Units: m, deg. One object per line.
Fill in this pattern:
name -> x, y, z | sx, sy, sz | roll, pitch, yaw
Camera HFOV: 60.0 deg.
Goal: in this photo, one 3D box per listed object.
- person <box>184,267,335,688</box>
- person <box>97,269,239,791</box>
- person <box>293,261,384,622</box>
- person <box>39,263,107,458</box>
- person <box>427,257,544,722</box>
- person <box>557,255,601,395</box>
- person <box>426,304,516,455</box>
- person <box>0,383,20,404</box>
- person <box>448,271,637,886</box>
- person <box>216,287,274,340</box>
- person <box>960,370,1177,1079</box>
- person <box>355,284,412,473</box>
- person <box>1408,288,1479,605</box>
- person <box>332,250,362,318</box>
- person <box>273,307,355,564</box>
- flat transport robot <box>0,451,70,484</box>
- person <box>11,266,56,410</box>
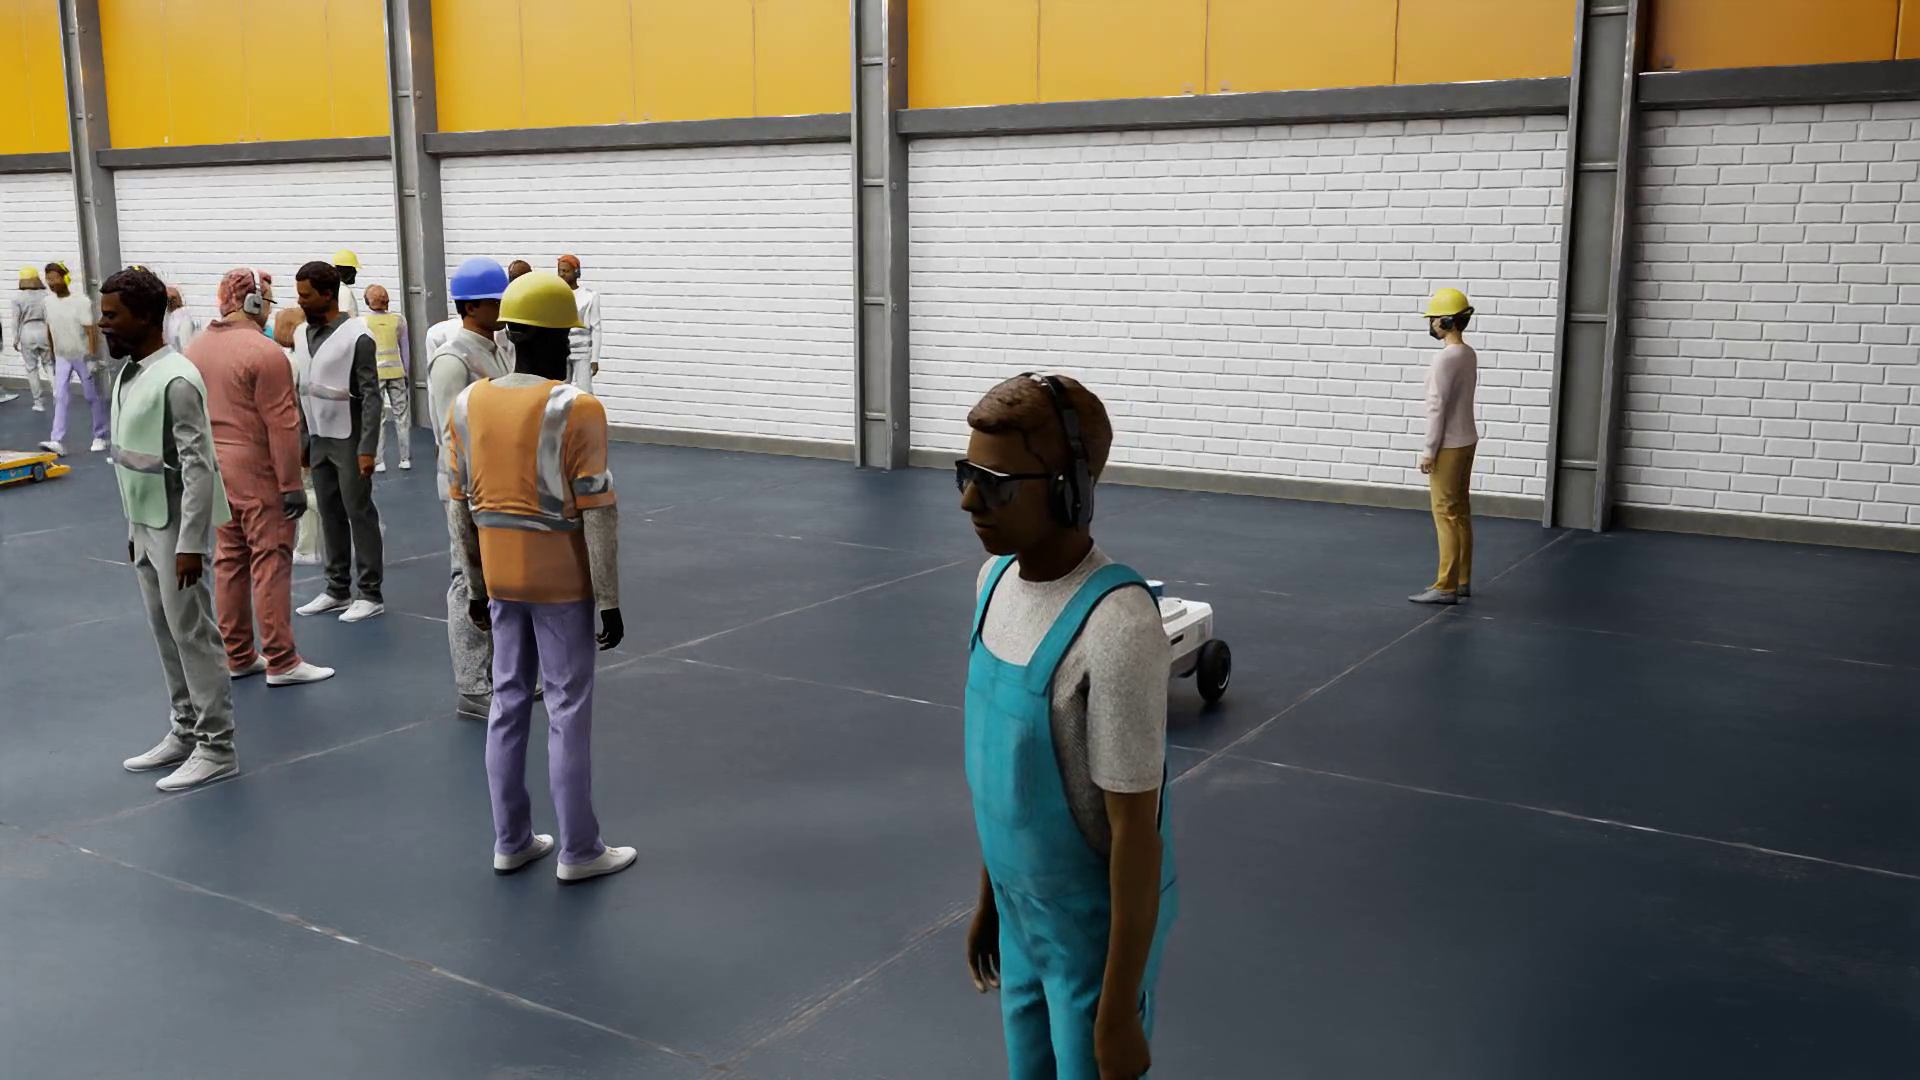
person -> -3.203, -0.281, 7.584 | 0.641, 1.902, 0.401 | 7, 12, 32
person -> -2.933, -0.038, 6.188 | 0.372, 1.914, 0.596 | -10, 14, -43
person -> -3.312, -0.512, 8.892 | 0.590, 1.889, 0.398 | 7, 12, 32
person -> -8.361, -1.687, 15.635 | 0.531, 1.803, 1.011 | -1, 10, -5
person -> -2.020, -0.215, 7.074 | 0.389, 1.949, 0.603 | 0, 10, 3
person -> -3.619, -1.703, 15.511 | 0.574, 1.882, 0.356 | 2, 11, 13
person -> -2.676, -0.595, 9.352 | 0.572, 1.887, 0.356 | 0, 10, -3
person -> -12.043, -2.444, 20.390 | 0.829, 1.592, 0.526 | -3, 11, -15
person -> -1.312, 0.125, 5.255 | 0.594, 1.925, 0.378 | 5, 11, 24
person -> -5.289, -1.056, 12.289 | 0.563, 1.746, 0.350 | 3, 11, 18
person -> 0.166, 0.644, 2.665 | 0.371, 1.833, 0.520 | -4, 11, -21
person -> -5.038, -1.404, 14.516 | 0.513, 1.642, 0.313 | -9, 13, -40
person -> 2.714, -0.520, 9.308 | 0.342, 1.762, 0.524 | 7, 12, 33
person -> -6.243, -1.979, 16.921 | 0.383, 1.924, 0.589 | -6, 12, -31
person -> -3.993, -0.626, 10.275 | 0.547, 1.621, 0.506 | 0, 10, -3
flat transport robot -> -8.049, -0.556, 13.614 | 0.652, 0.197, 1.431 | 1, 10, 6
person -> -10.970, -2.386, 19.759 | 0.486, 1.723, 0.397 | -9, 14, -42
